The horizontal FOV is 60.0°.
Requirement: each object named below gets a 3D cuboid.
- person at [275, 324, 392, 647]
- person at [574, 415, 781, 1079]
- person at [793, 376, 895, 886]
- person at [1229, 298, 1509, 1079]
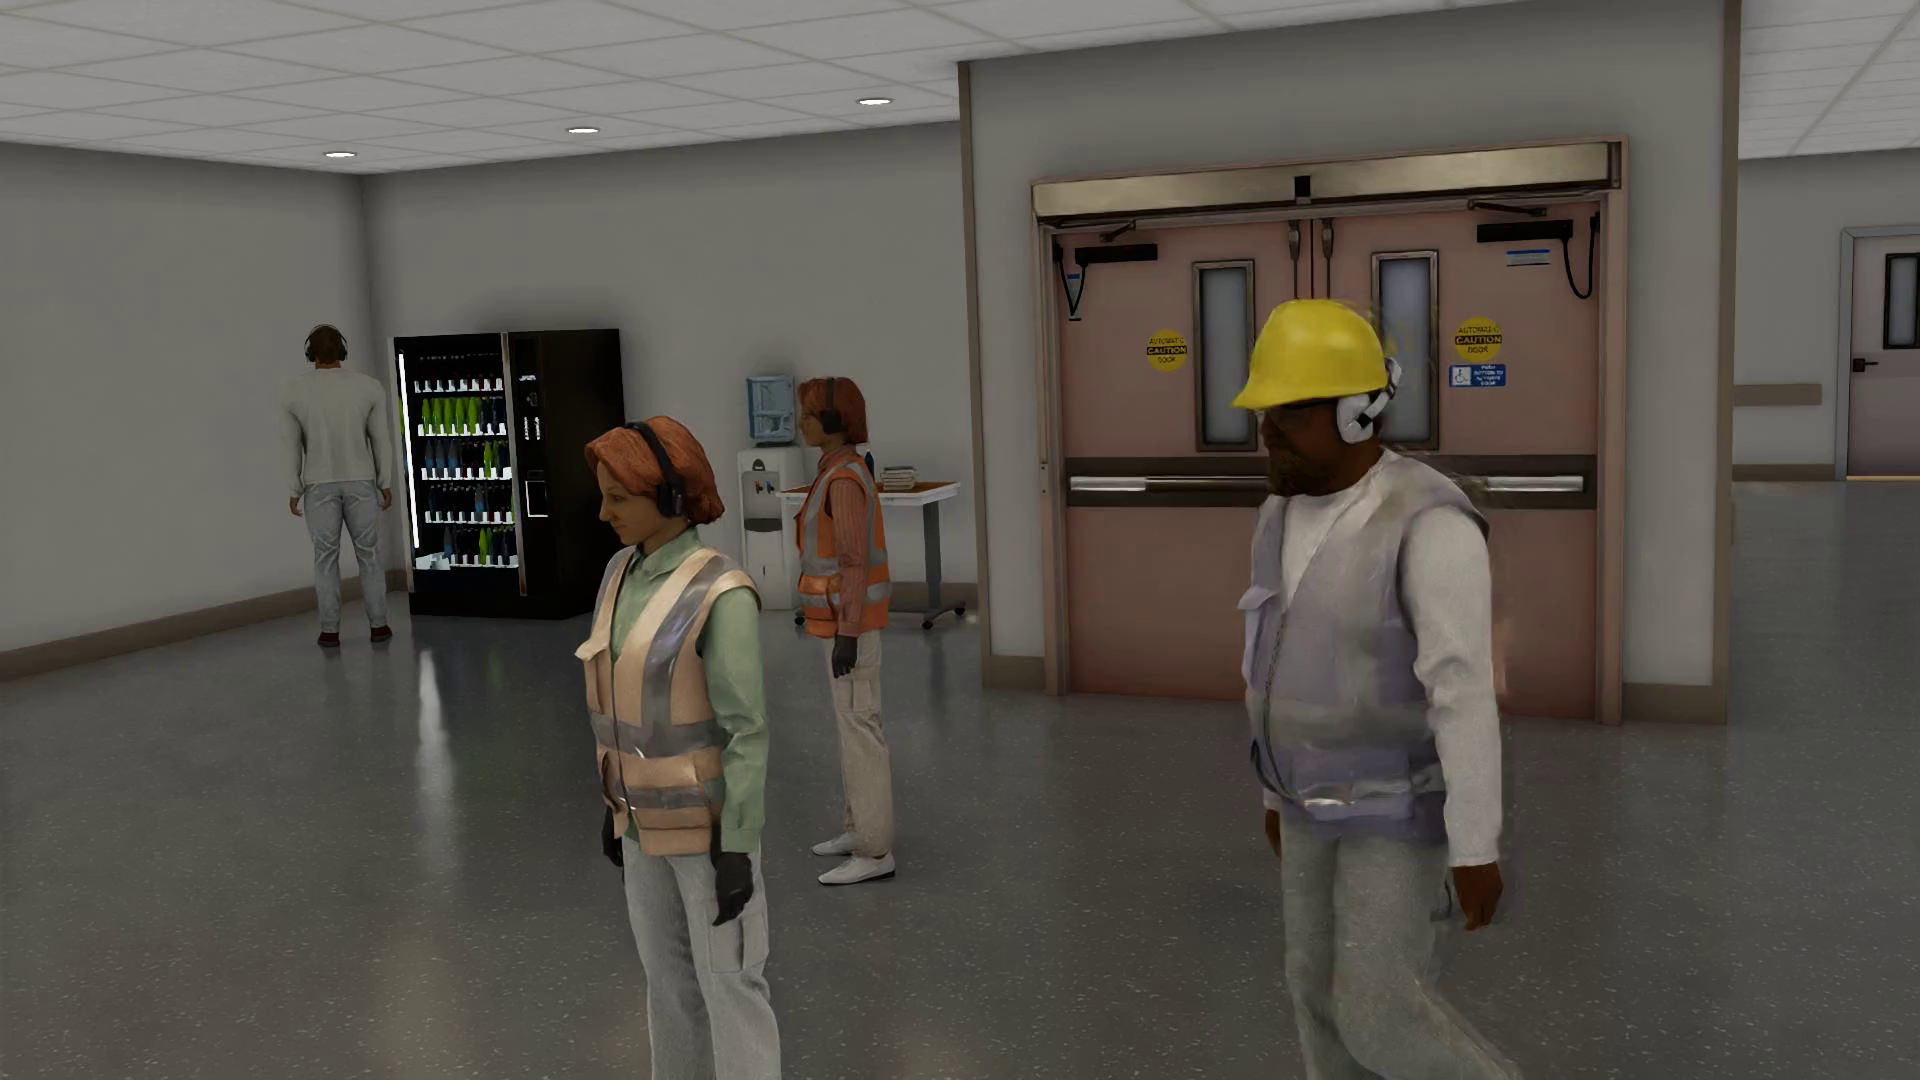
[{"bbox_3d":[-3.737,-0.323,10.014,0.630,1.940,0.372,-5,8,-22],"label":"person"},{"bbox_3d":[-0.544,0.574,3.265,0.310,1.639,0.514,-9,10,-40],"label":"person"},{"bbox_3d":[-0.372,0.288,5.413,0.306,1.639,0.523,-3,7,-7],"label":"person"},{"bbox_3d":[0.762,0.464,3.055,0.539,1.810,0.635,-5,8,-22],"label":"person"}]
